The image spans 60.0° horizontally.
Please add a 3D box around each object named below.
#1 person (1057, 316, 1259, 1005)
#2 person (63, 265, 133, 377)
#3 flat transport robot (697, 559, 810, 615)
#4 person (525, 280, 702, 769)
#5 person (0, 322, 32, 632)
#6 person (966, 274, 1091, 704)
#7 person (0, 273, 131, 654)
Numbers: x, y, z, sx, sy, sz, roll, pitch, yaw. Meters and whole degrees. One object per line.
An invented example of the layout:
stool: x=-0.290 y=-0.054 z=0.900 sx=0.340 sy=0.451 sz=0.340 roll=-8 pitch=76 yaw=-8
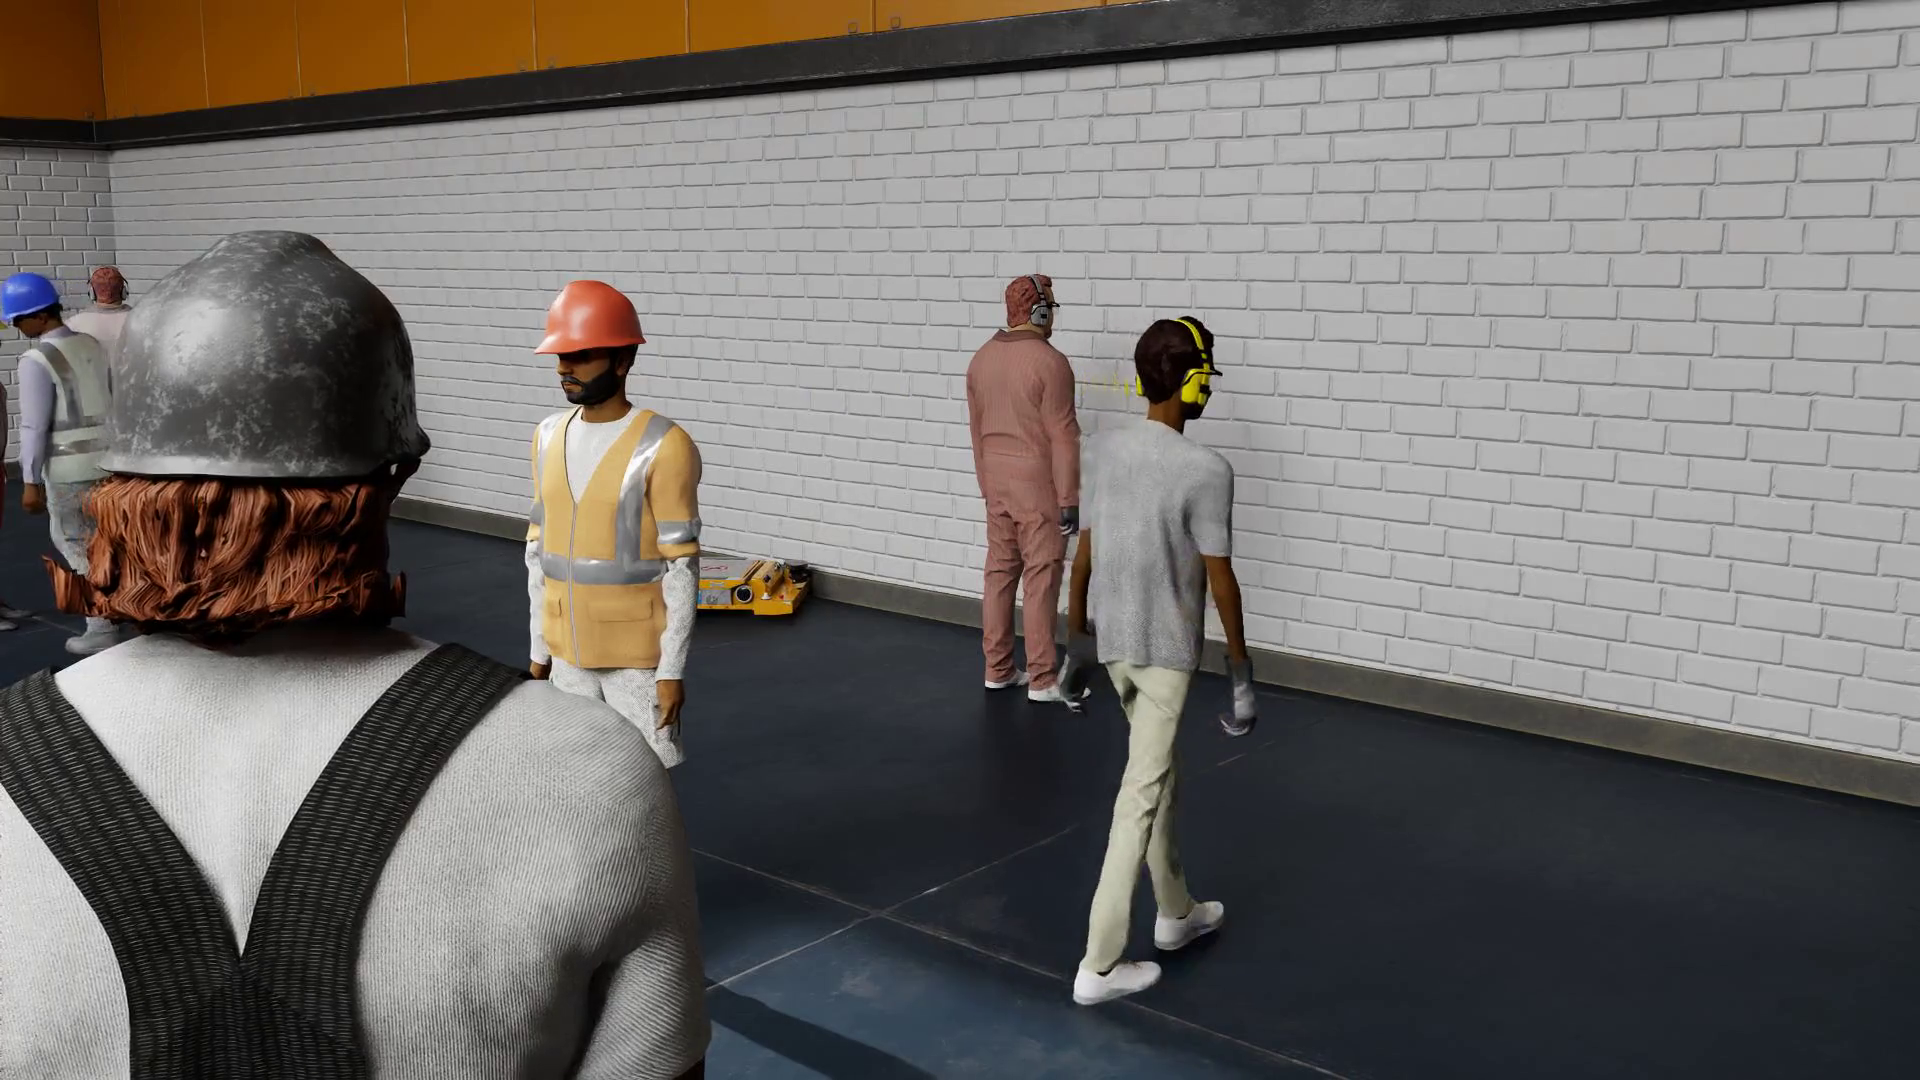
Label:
person: x=0.603 y=0.316 z=4.557 sx=0.840 sy=1.833 sz=0.545 roll=-9 pitch=13 yaw=-41
person: x=-5.381 y=-0.794 z=10.669 sx=0.643 sy=1.913 sz=0.411 roll=-5 pitch=11 yaw=-27
flat transport robot: x=-1.604 y=0.250 z=9.396 sx=1.431 sy=0.197 sz=0.652 roll=1 pitch=10 yaw=3
person: x=-0.948 y=0.283 z=4.464 sx=0.543 sy=1.939 sz=0.355 roll=5 pitch=11 yaw=26
person: x=-5.176 y=-0.402 z=8.852 sx=0.328 sy=1.767 sz=0.531 roll=-3 pitch=10 yaw=-16
person: x=0.320 y=-0.225 z=7.445 sx=0.410 sy=1.909 sz=0.643 roll=-8 pitch=13 yaw=-39
person: x=-4.367 y=-0.353 z=8.178 sx=0.437 sy=1.900 sz=0.663 roll=0 pitch=10 yaw=2
